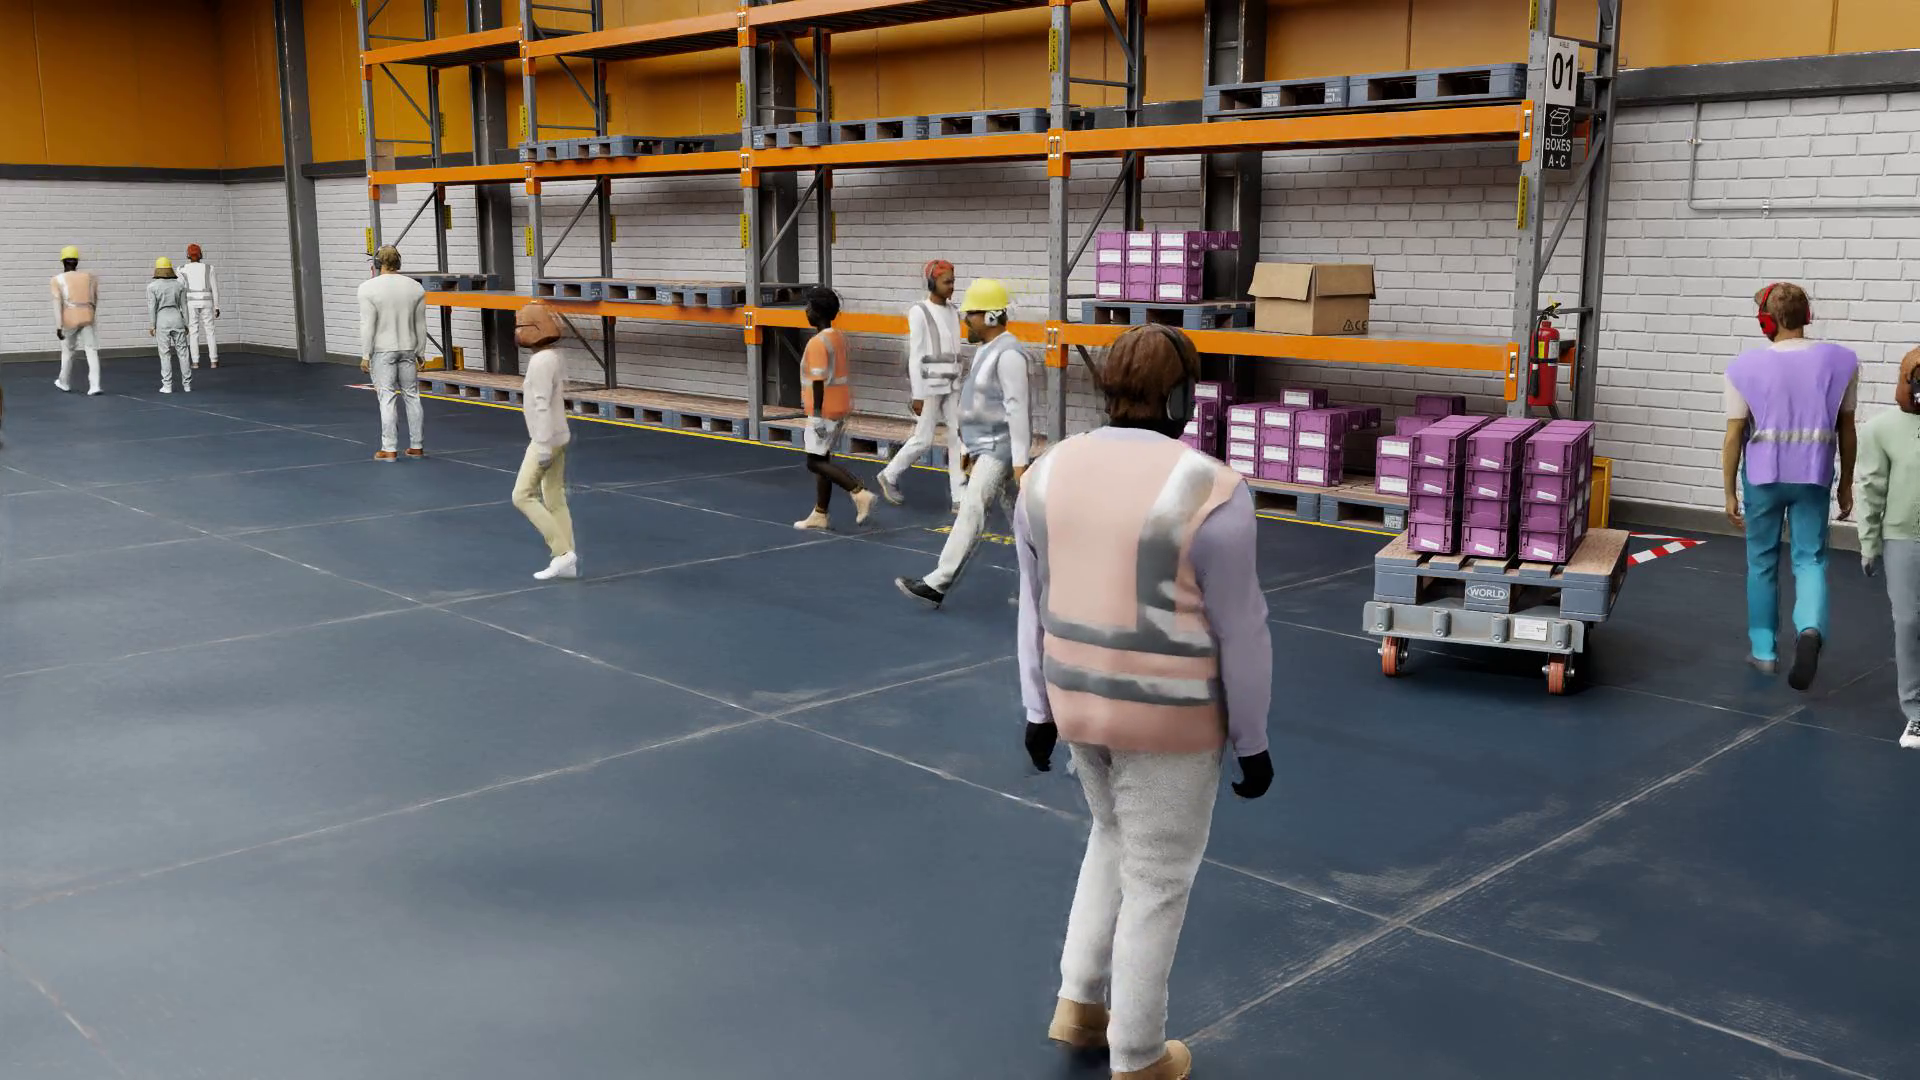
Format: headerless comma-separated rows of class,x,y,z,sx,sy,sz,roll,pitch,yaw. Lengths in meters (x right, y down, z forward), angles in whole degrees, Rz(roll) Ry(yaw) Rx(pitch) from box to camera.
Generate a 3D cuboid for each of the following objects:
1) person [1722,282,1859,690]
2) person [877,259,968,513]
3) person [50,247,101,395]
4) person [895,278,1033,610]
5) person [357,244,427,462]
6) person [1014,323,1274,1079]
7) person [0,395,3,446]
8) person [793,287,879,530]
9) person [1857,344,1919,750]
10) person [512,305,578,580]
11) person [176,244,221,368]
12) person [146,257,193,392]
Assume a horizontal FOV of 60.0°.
person,3.713,-0.236,7.443,0.601,1.816,0.736,3,11,15
person,-0.218,-1.112,12.129,0.866,1.856,0.582,8,13,37
person,-11.271,-2.783,21.206,1.037,1.862,0.580,10,14,43
person,0.119,-0.503,8.973,0.960,1.781,0.612,-2,11,-9
person,-5.088,-1.673,14.945,0.357,1.938,0.638,10,14,43
person,0.430,0.418,3.870,0.450,1.830,0.628,-10,14,-43
person,-5.770,-0.633,9.543,0.493,1.838,0.819,-8,13,-37
person,-0.850,-0.867,11.264,0.583,1.681,0.540,3,11,14
person,3.881,0.008,6.689,0.547,1.603,0.544,5,11,24
person,-2.429,-0.551,9.697,0.377,1.619,0.522,-1,10,-8
person,-11.603,-3.554,25.375,0.573,1.876,0.356,-4,11,-21
person,-10.233,-2.779,21.516,0.491,1.741,0.323,-9,13,-39
